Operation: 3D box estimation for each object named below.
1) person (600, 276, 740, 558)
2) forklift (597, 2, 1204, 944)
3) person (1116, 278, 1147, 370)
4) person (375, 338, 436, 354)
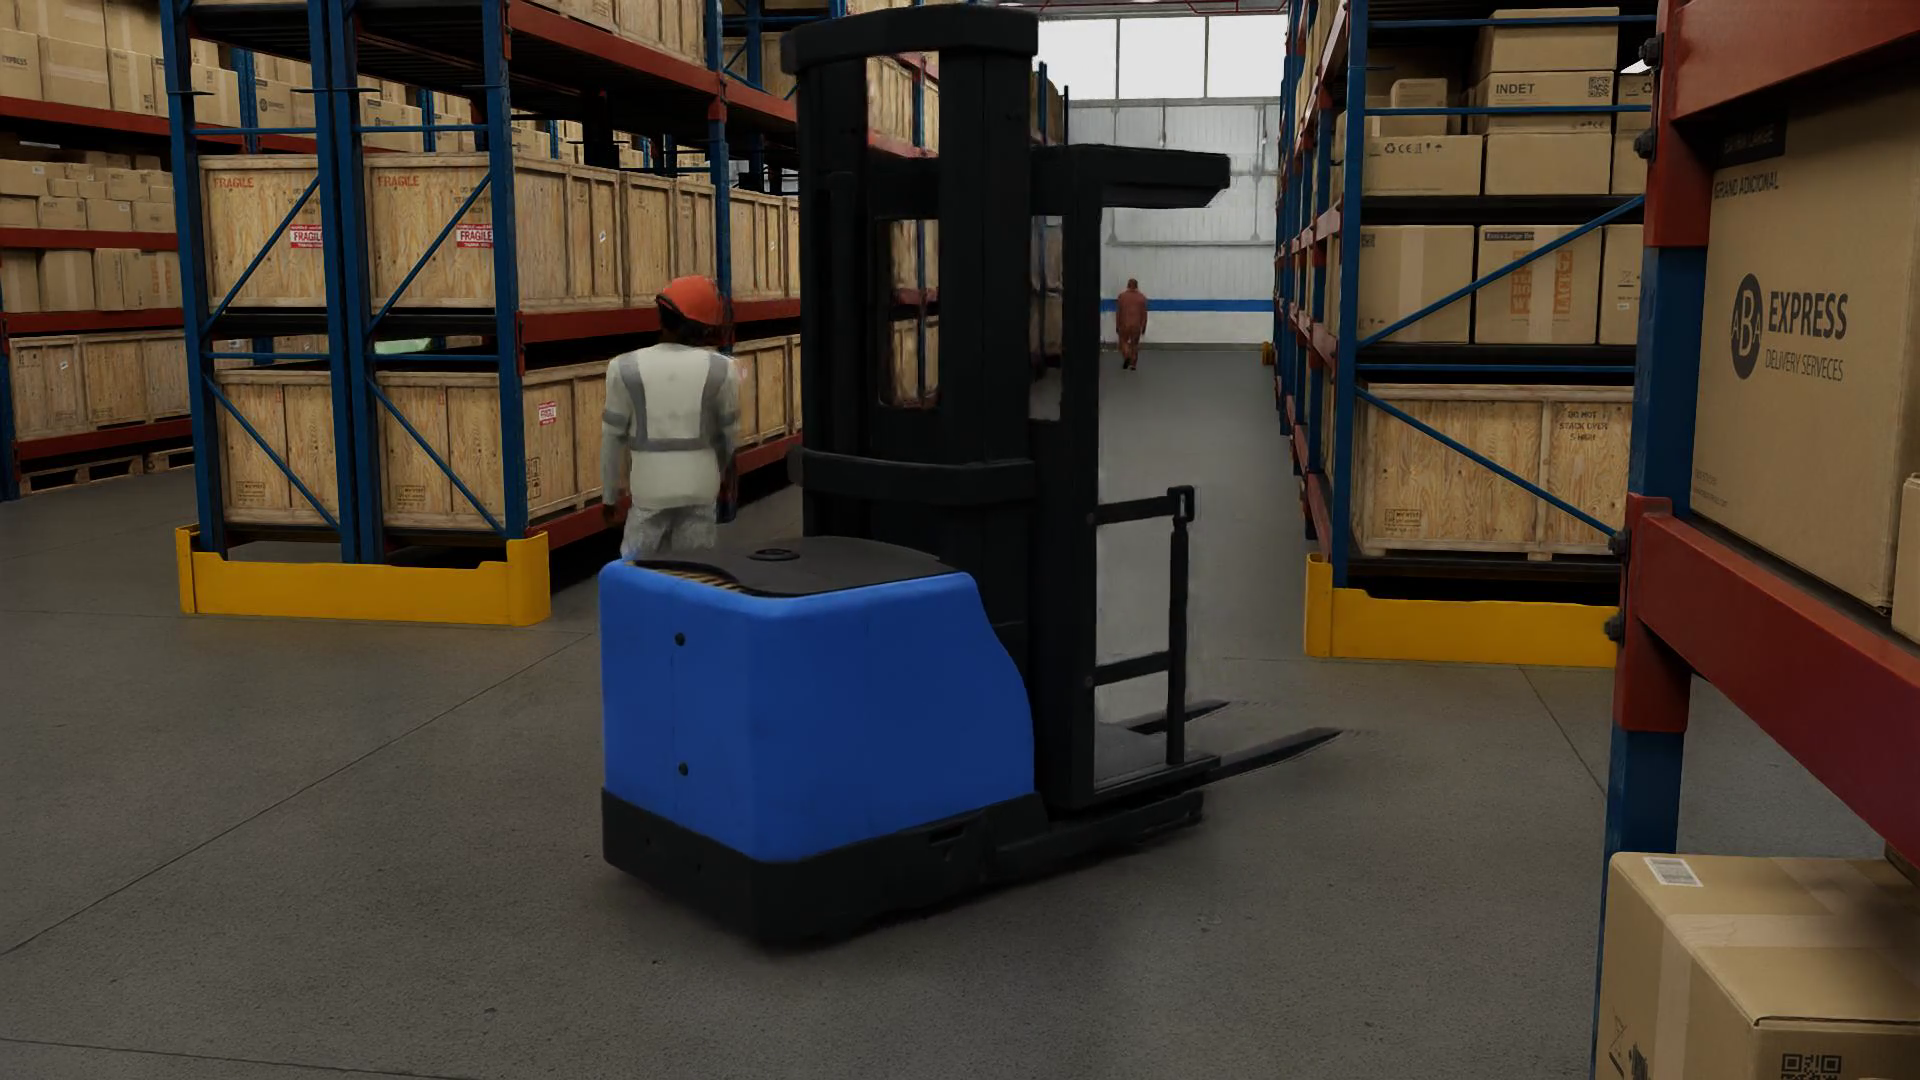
[{"bbox_3d":[-1.393,-0.226,7.832,0.722,2.001,0.535,-2,9,-11],"label":"person"},{"bbox_3d":[-0.189,-0.306,5.586,1.873,2.768,1.129,-8,12,-41],"label":"forklift"},{"bbox_3d":[3.527,-4.435,34.267,0.668,1.889,0.439,-1,9,-4],"label":"person"},{"bbox_3d":[-4.676,-1.158,14.227,0.572,1.799,0.952,2,9,10],"label":"person"}]
